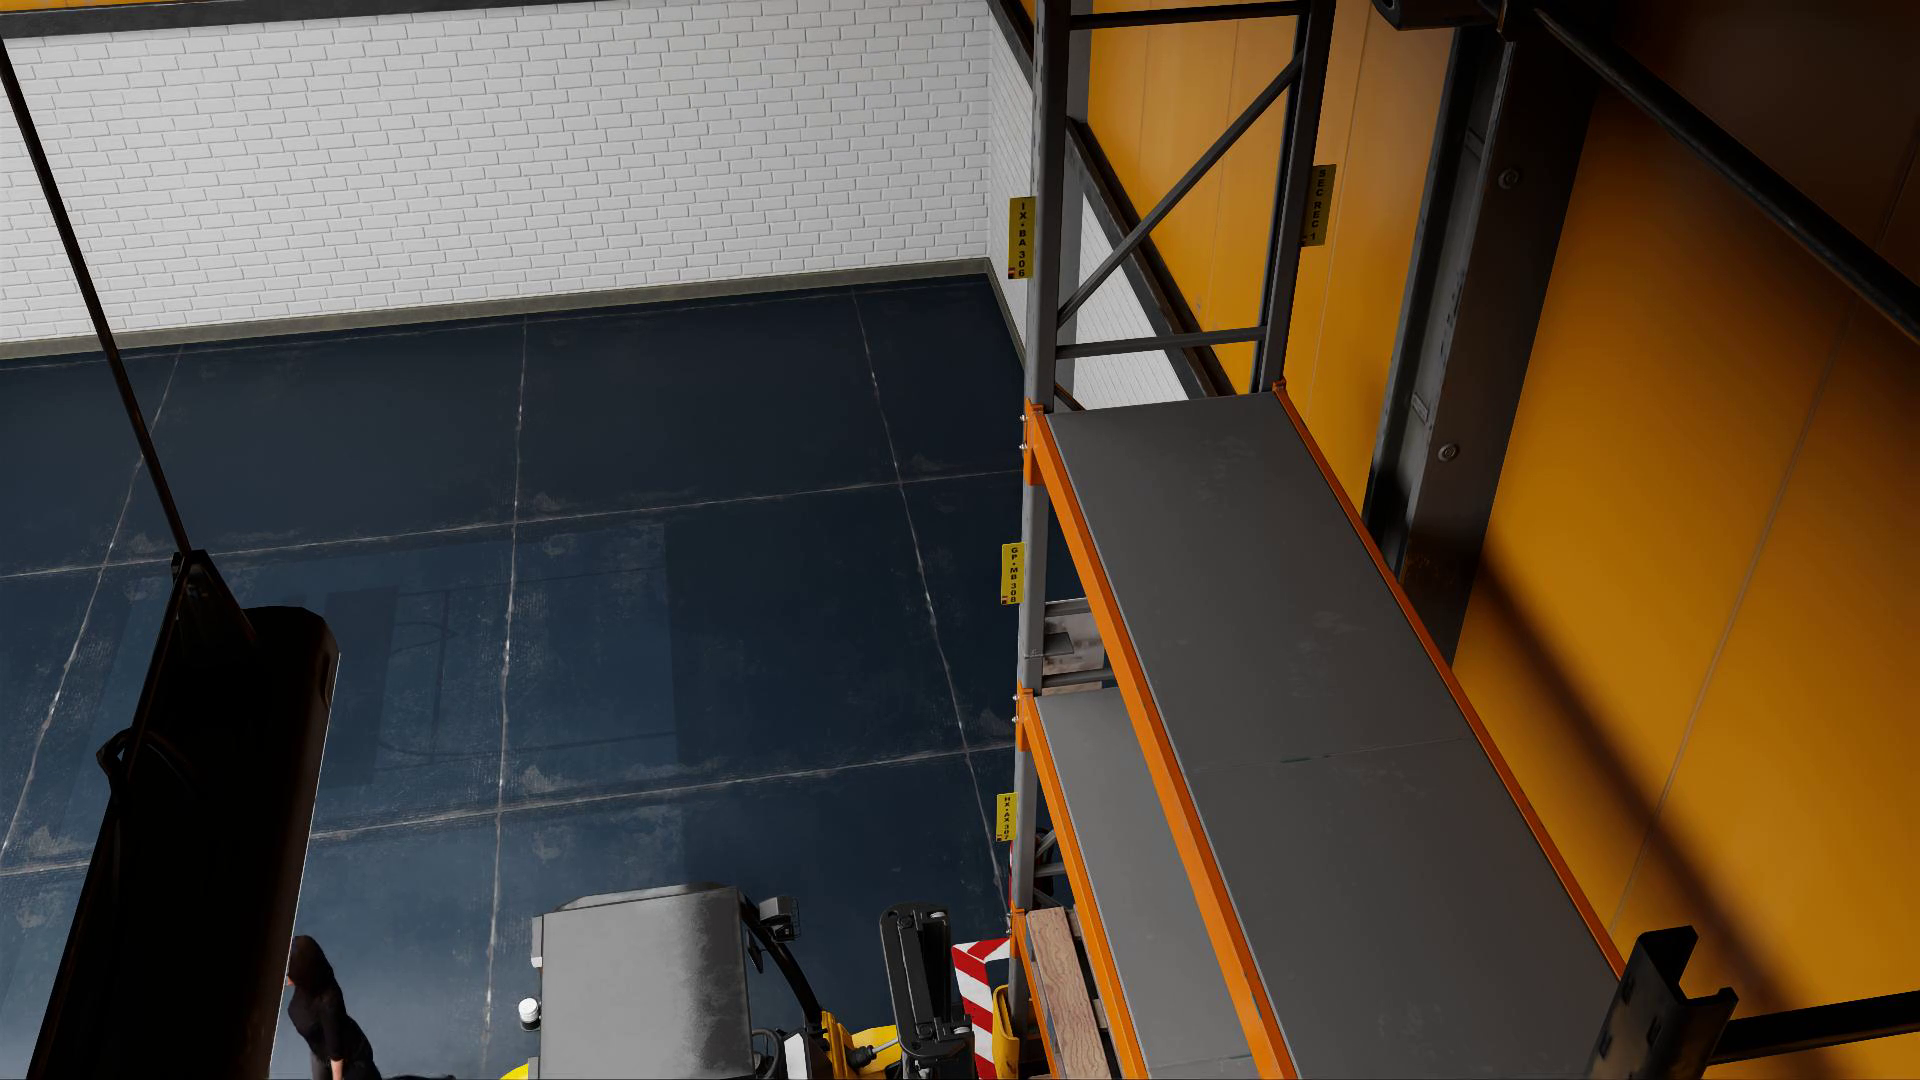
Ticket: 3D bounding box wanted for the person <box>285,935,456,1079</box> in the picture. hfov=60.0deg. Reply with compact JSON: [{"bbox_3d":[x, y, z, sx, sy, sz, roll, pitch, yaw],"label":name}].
[{"bbox_3d":[-2.983,2.493,8.225,1.047,1.613,1.014,31,48,33],"label":"person"}]
